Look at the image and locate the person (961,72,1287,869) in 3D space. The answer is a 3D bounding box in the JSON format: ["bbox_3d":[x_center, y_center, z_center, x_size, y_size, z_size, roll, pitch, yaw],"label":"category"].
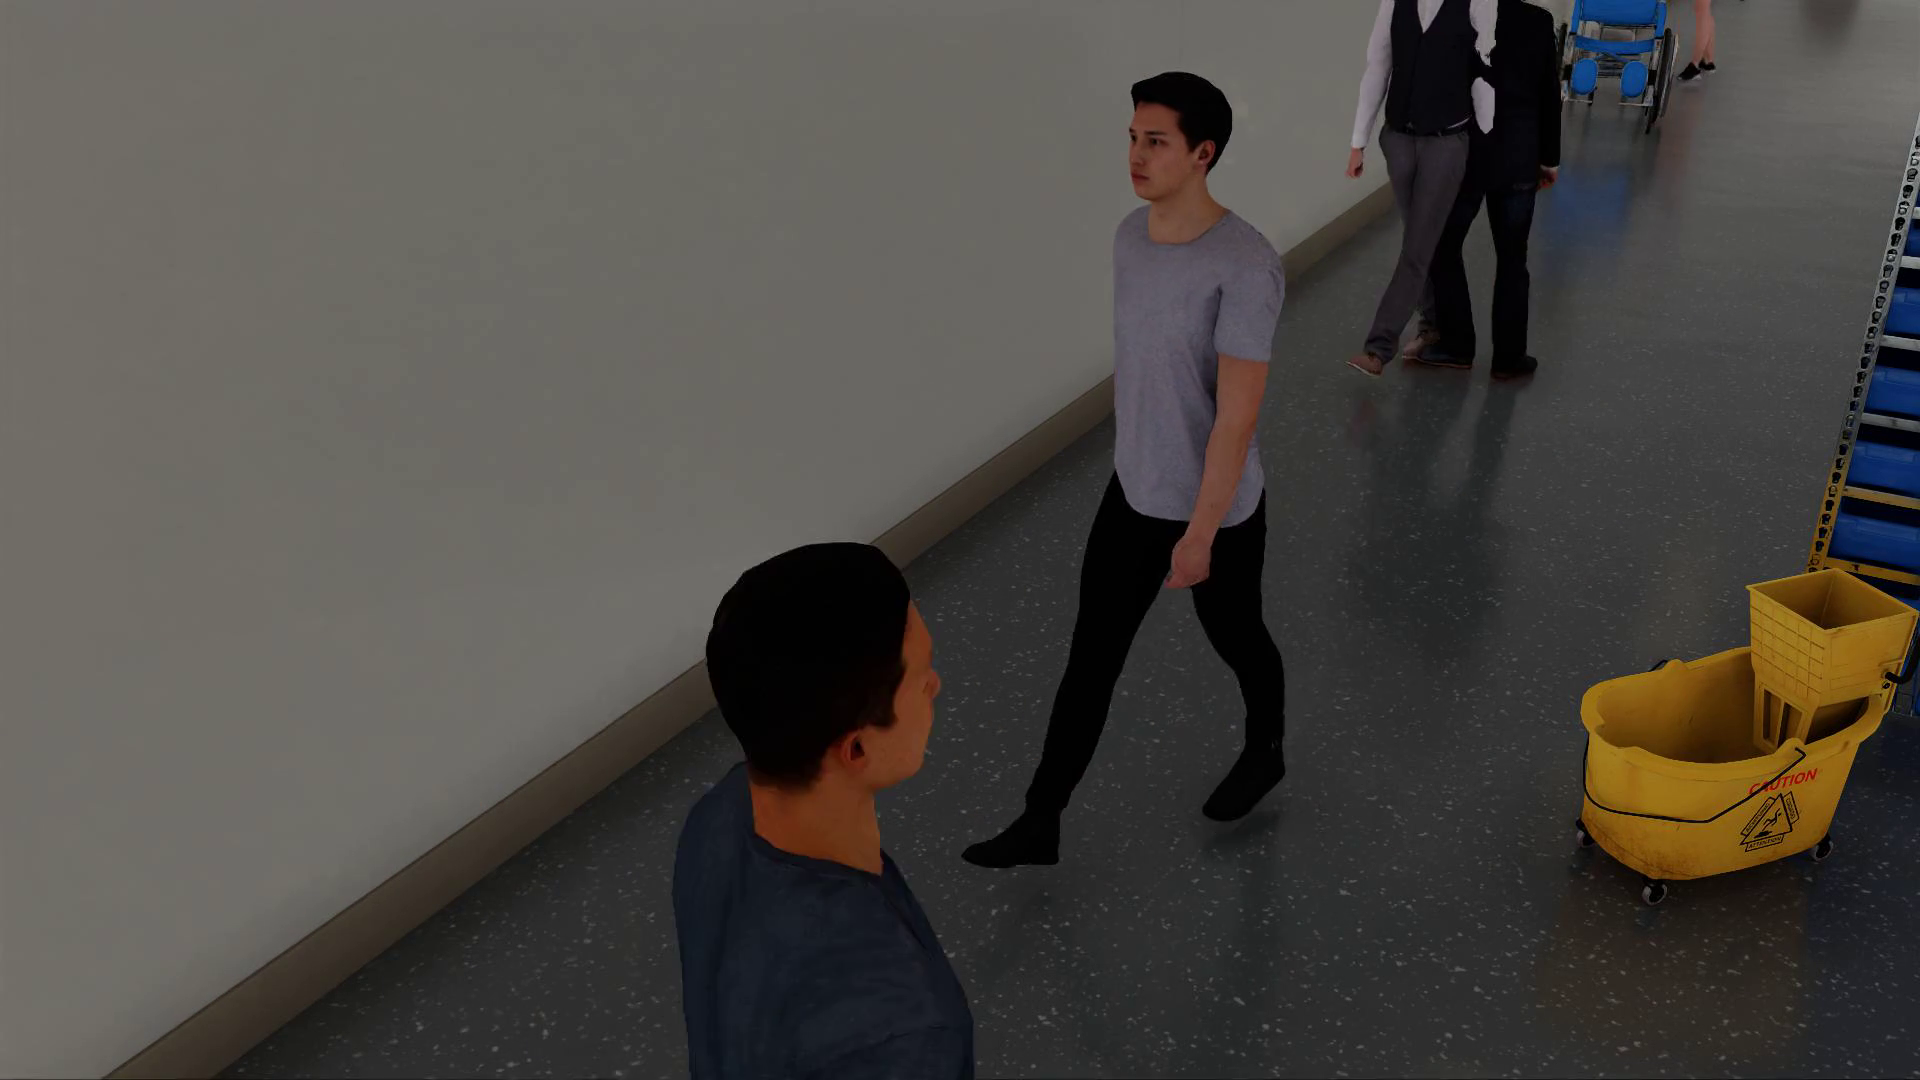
[{"bbox_3d":[0.582,-0.086,3.760,1.005,1.807,1.224,-20,32,-36],"label":"person"}]

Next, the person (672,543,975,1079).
[{"bbox_3d":[-0.220,0.846,1.856,1.095,1.781,1.139,-13,29,-25],"label":"person"}]

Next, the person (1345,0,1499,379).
[{"bbox_3d":[1.977,-1.650,6.888,1.146,1.907,0.927,22,33,38],"label":"person"}]

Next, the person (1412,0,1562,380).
[{"bbox_3d":[2.190,-1.545,6.819,0.851,1.778,0.948,3,26,5],"label":"person"}]
